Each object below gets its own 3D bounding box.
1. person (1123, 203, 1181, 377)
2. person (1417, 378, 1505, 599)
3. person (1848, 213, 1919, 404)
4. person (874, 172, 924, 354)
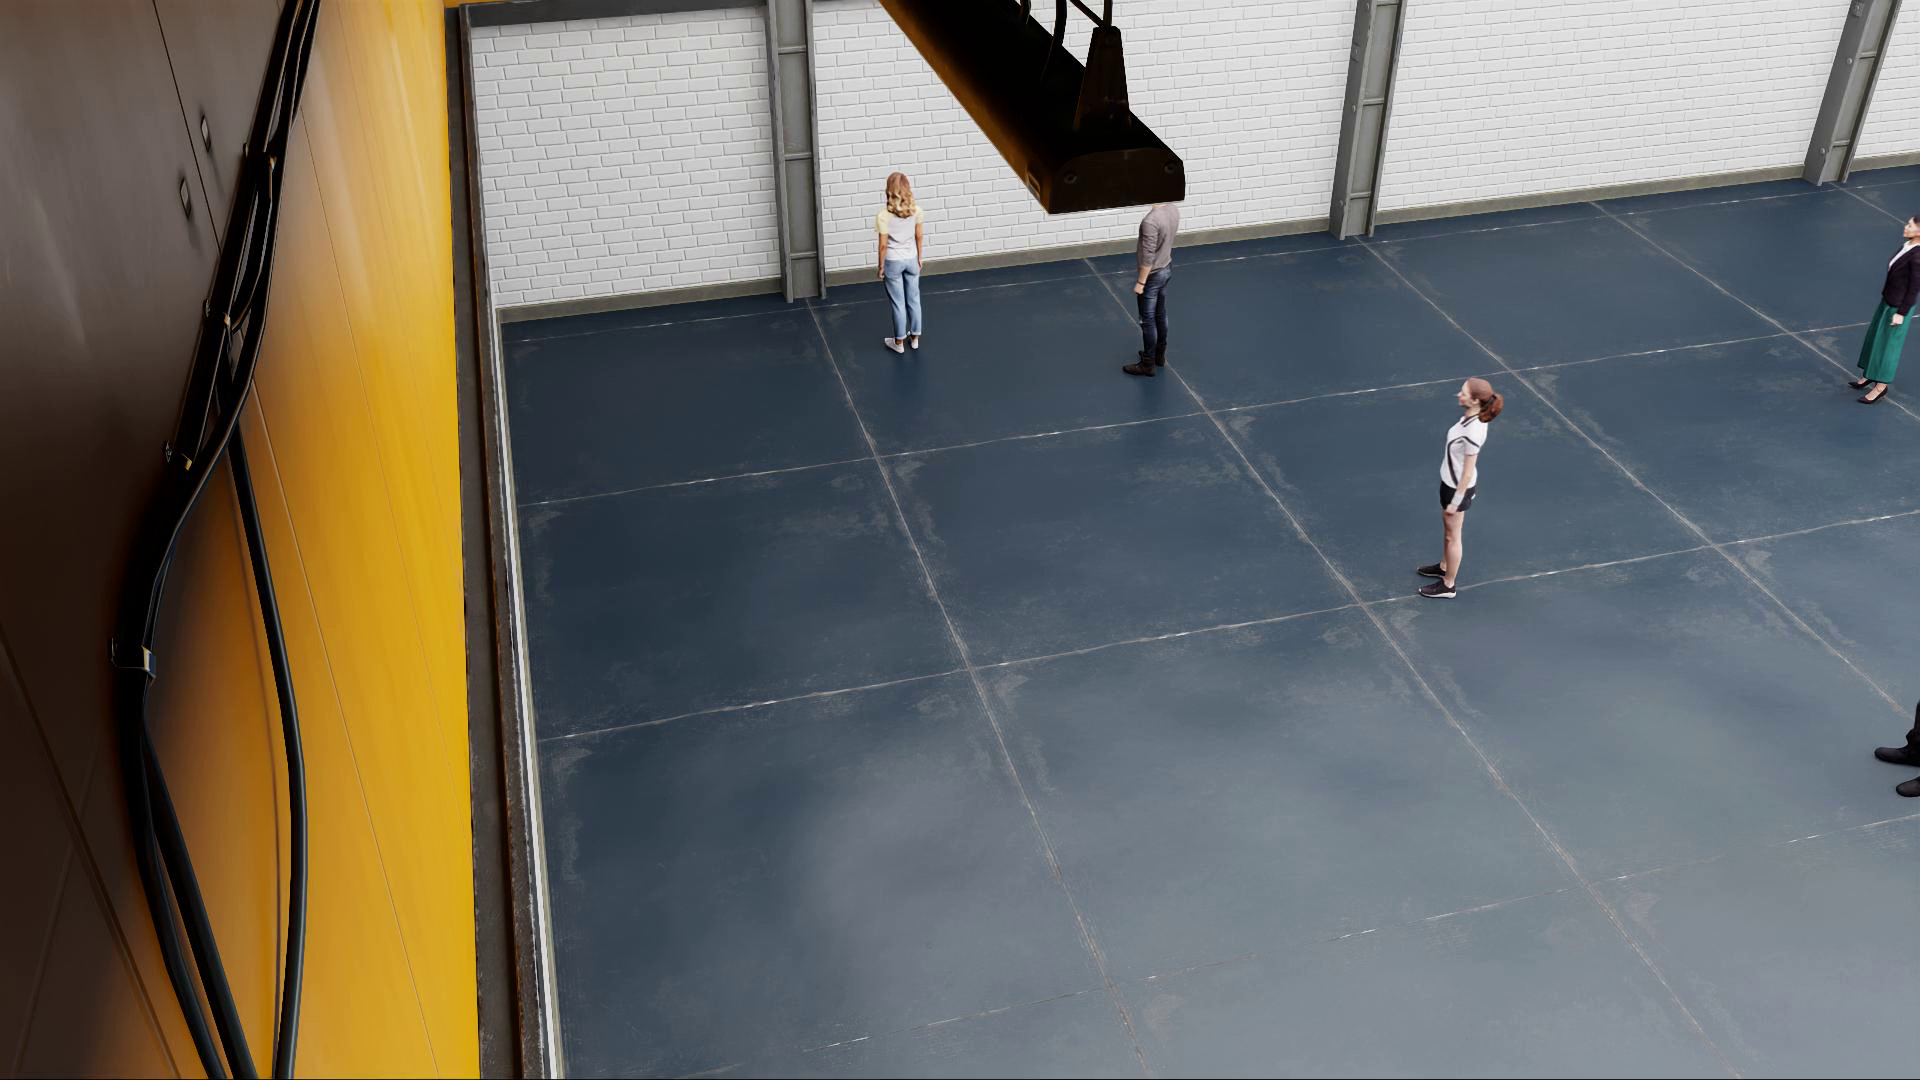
[{"bbox_3d":[1.741,-2.383,14.864,0.837,1.903,0.769,19,38,26],"label":"person"},{"bbox_3d":[3.596,-0.386,11.996,0.690,1.752,0.657,7,34,10],"label":"person"},{"bbox_3d":[8.140,-2.020,14.468,0.694,1.738,0.710,7,34,10],"label":"person"},{"bbox_3d":[-0.541,-2.538,15.261,0.551,1.722,0.729,-16,37,-23],"label":"person"}]
